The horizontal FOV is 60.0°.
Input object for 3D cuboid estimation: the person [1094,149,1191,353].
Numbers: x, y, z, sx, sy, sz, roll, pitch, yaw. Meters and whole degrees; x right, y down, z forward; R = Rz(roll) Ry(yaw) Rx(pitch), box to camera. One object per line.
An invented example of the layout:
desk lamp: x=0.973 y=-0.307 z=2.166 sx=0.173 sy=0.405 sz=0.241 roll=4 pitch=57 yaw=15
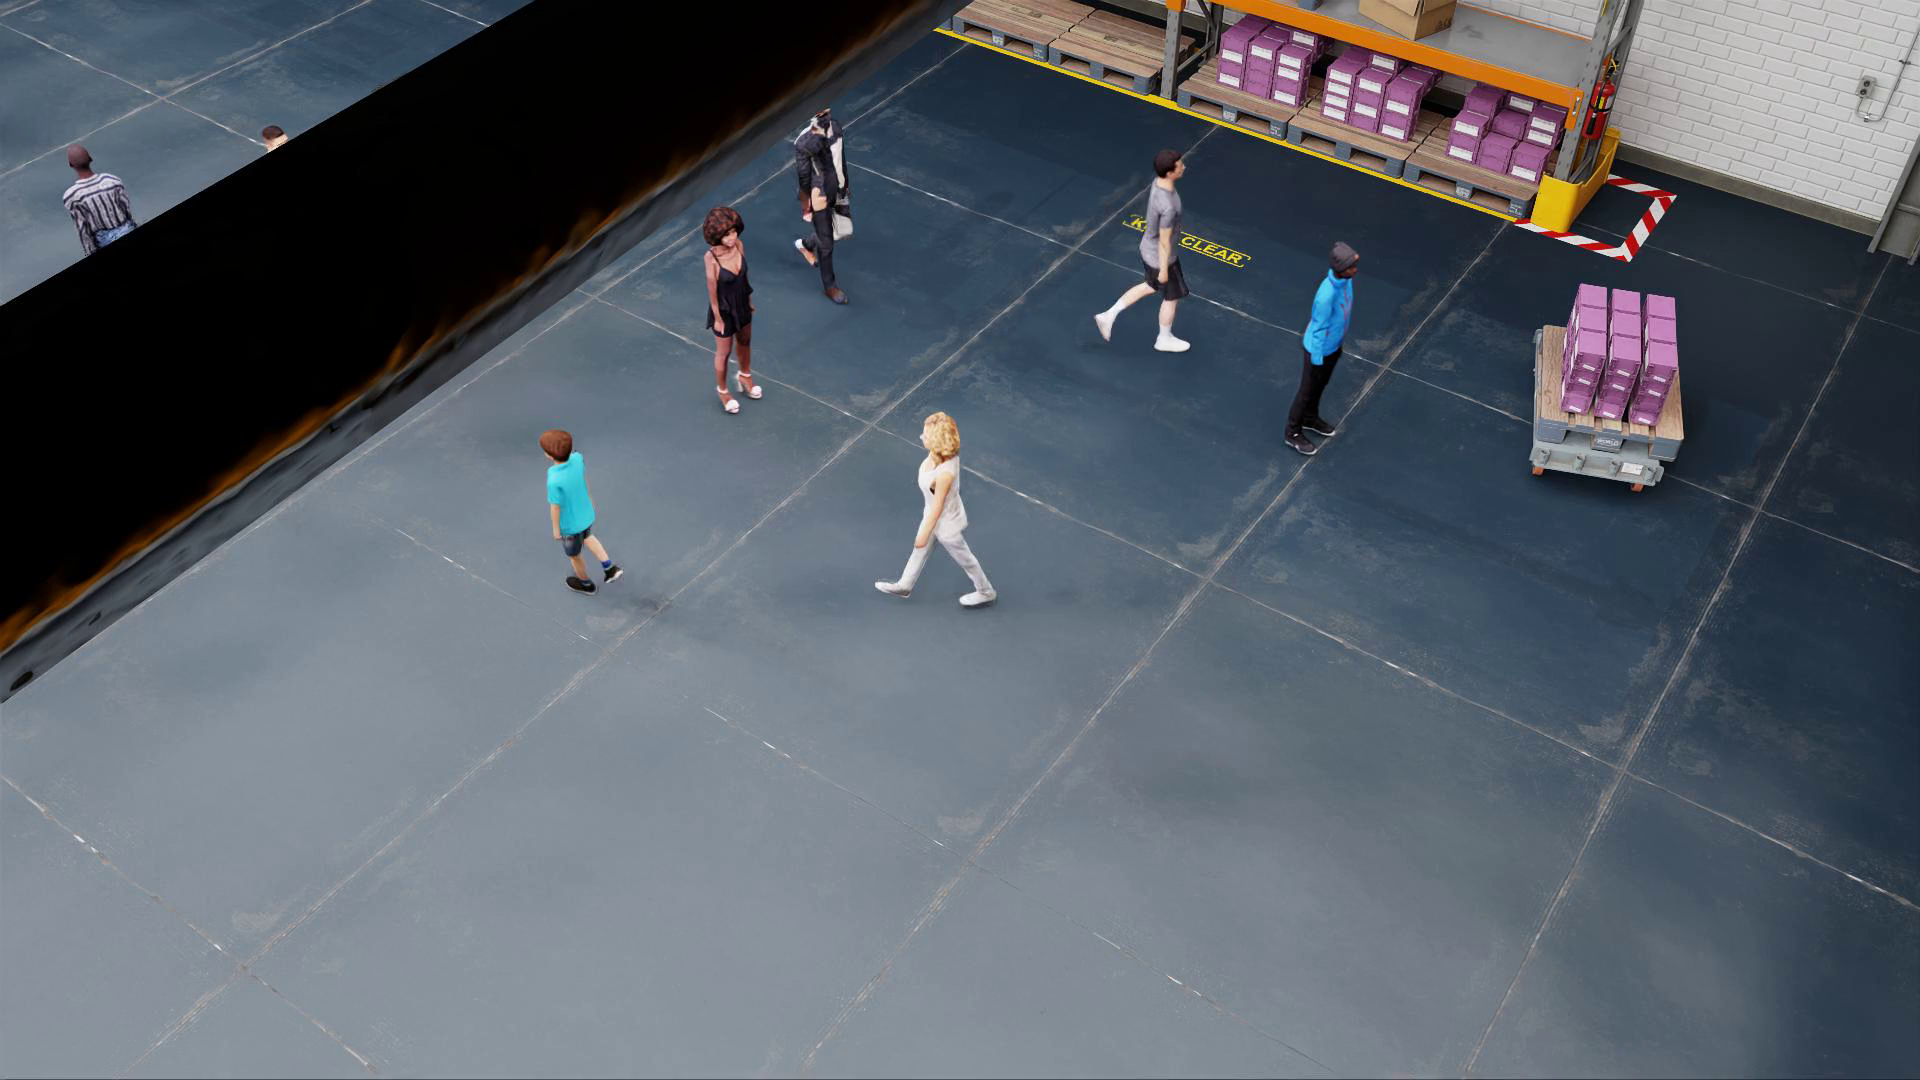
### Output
person: x=1.490 y=-2.273 z=13.170 sx=1.135 sy=1.849 sz=1.044 roll=-3 pitch=44 yaw=-4

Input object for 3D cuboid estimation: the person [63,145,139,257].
person: x=-6.667 y=-2.291 z=13.248 sx=0.780 sy=1.767 sz=0.984 roll=-29 pitch=51 yaw=-27

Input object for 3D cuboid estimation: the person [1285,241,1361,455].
person: x=2.687 y=-1.451 z=12.344 sx=0.550 sy=1.797 sz=0.596 roll=24 pitch=48 yaw=23

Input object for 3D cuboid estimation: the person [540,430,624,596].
person: x=-2.550 y=-0.160 z=11.247 sx=0.694 sy=1.441 sz=0.591 roll=19 pitch=47 yaw=18

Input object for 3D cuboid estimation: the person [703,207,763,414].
person: x=-1.752 y=-1.763 z=12.680 sx=0.534 sy=1.786 sz=0.542 roll=28 pitch=50 yaw=26

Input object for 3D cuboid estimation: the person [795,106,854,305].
person: x=-1.175 y=-2.873 z=13.776 sx=0.890 sy=1.881 sz=0.699 roll=28 pitch=50 yaw=26

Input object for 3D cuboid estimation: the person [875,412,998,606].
person: x=-0.017 y=-0.138 z=11.089 sx=1.122 sy=1.627 sz=1.028 roll=-4 pitch=44 yaw=-5
